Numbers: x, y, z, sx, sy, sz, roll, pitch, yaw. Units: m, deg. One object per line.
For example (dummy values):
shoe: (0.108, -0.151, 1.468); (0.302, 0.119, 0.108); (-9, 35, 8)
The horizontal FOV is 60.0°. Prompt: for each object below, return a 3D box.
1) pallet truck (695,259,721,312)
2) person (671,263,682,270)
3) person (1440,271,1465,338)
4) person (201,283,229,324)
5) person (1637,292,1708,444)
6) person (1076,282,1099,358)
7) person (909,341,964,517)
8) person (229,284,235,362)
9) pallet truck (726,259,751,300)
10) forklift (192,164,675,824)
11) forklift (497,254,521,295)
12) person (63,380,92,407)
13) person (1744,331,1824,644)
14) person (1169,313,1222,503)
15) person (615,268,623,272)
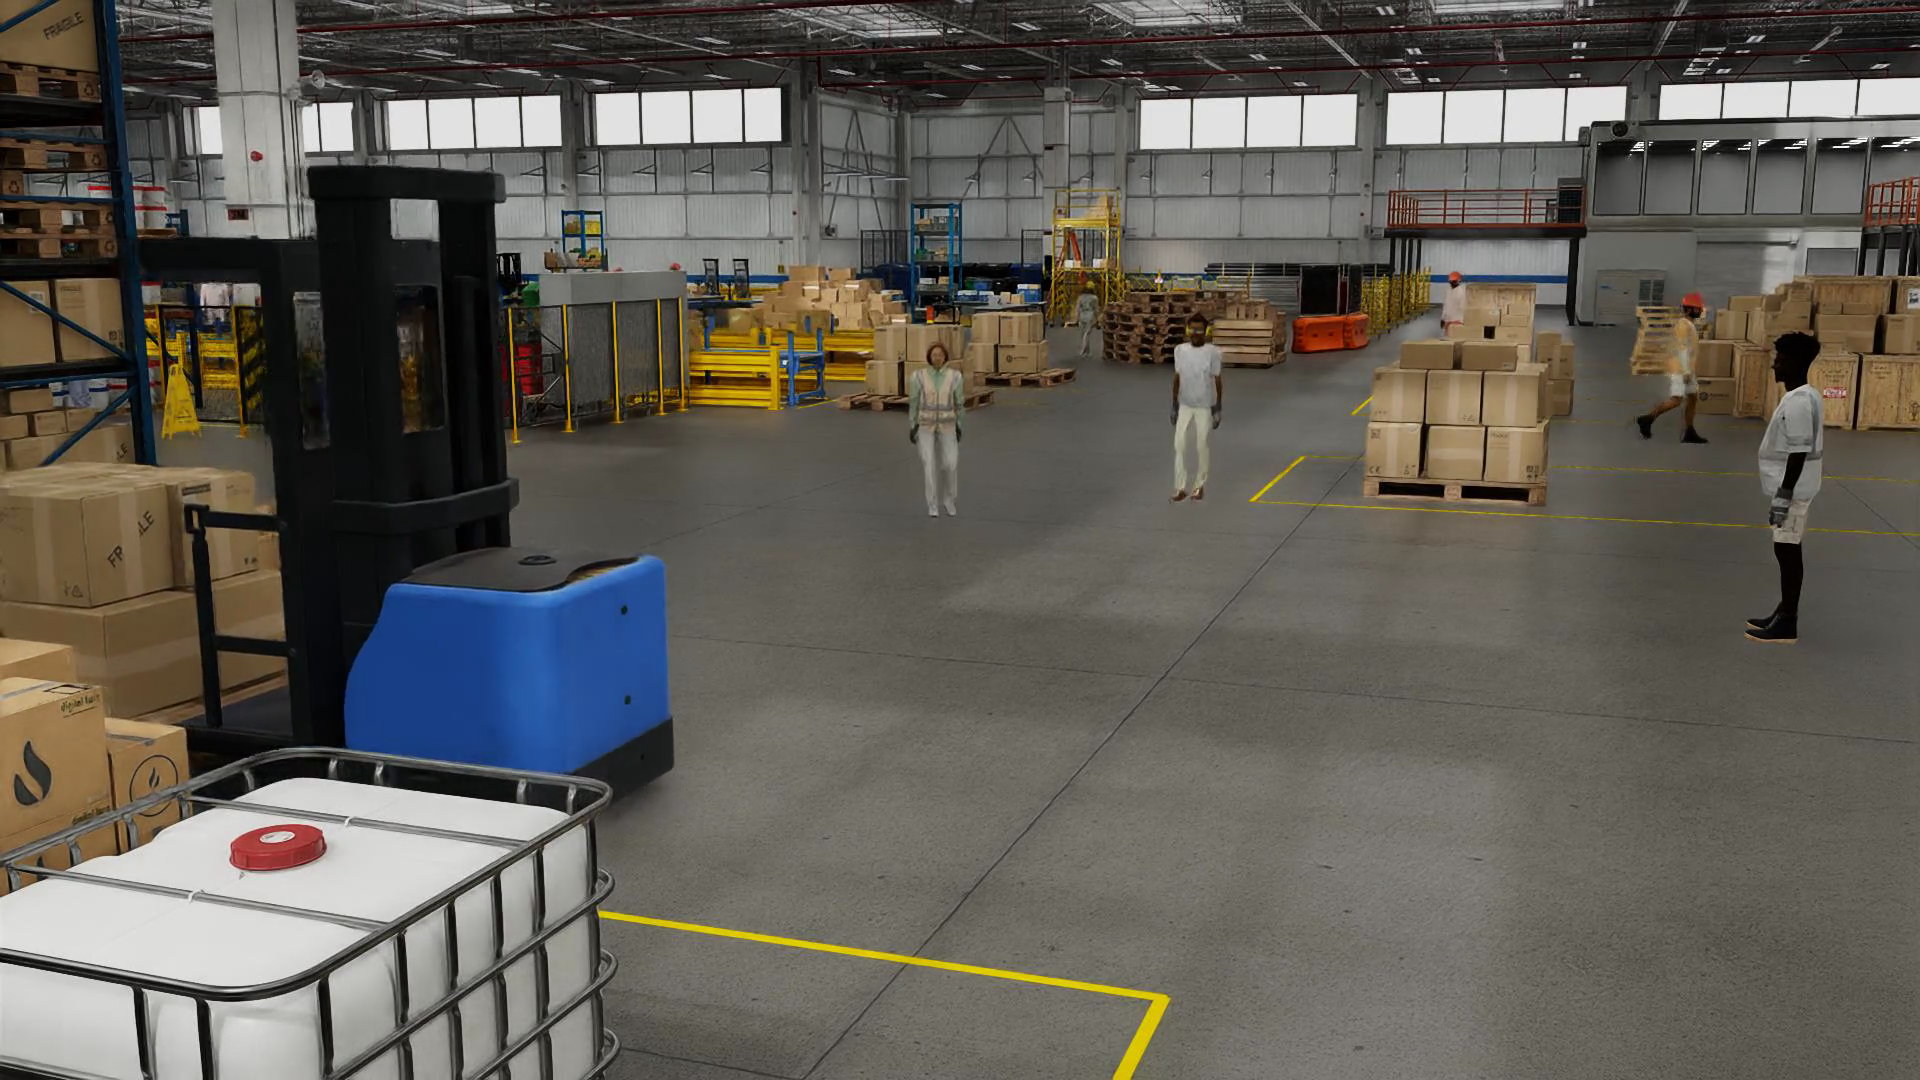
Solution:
pallet truck: (-9.165, -9.627, 62.776); (0.823, 1.965, 1.885); (4, 11, 23)
person: (-7.532, -6.284, 43.879); (0.604, 2.023, 0.606); (6, 12, 29)
person: (10.135, -4.508, 34.001); (0.786, 1.975, 0.625); (-3, 11, -17)
person: (-18.367, -5.712, 41.072); (0.646, 1.877, 0.835); (-2, 10, -13)
person: (9.089, -2.176, 21.072); (0.773, 1.915, 0.546); (8, 13, 40)
person: (2.822, -4.899, 37.039); (0.477, 1.685, 0.948); (5, 11, 24)
person: (-0.216, -1.006, 15.283); (0.520, 1.625, 0.439); (-1, 10, -4)
person: (-14.366, -4.281, 33.282); (0.947, 1.783, 0.612); (5, 11, 25)
pallet truck: (-7.986, -9.493, 62.019); (0.823, 1.965, 1.885); (3, 11, 17)
forklift: (-2.360, -0.238, 7.412); (1.873, 2.768, 1.129); (3, 11, 19)
forklift: (-17.990, -10.121, 64.684); (1.157, 1.987, 2.680); (3, 11, 17)
person: (-11.321, -2.138, 21.252); (0.314, 1.769, 0.524); (-1, 10, -6)
person: (5.217, -0.326, 10.482); (0.367, 1.966, 0.603); (6, 12, 29)
person: (2.266, -1.267, 16.120); (0.550, 1.839, 0.801); (4, 11, 23)
person: (-8.795, -6.020, 42.739); (0.537, 1.913, 0.898); (8, 13, 38)
